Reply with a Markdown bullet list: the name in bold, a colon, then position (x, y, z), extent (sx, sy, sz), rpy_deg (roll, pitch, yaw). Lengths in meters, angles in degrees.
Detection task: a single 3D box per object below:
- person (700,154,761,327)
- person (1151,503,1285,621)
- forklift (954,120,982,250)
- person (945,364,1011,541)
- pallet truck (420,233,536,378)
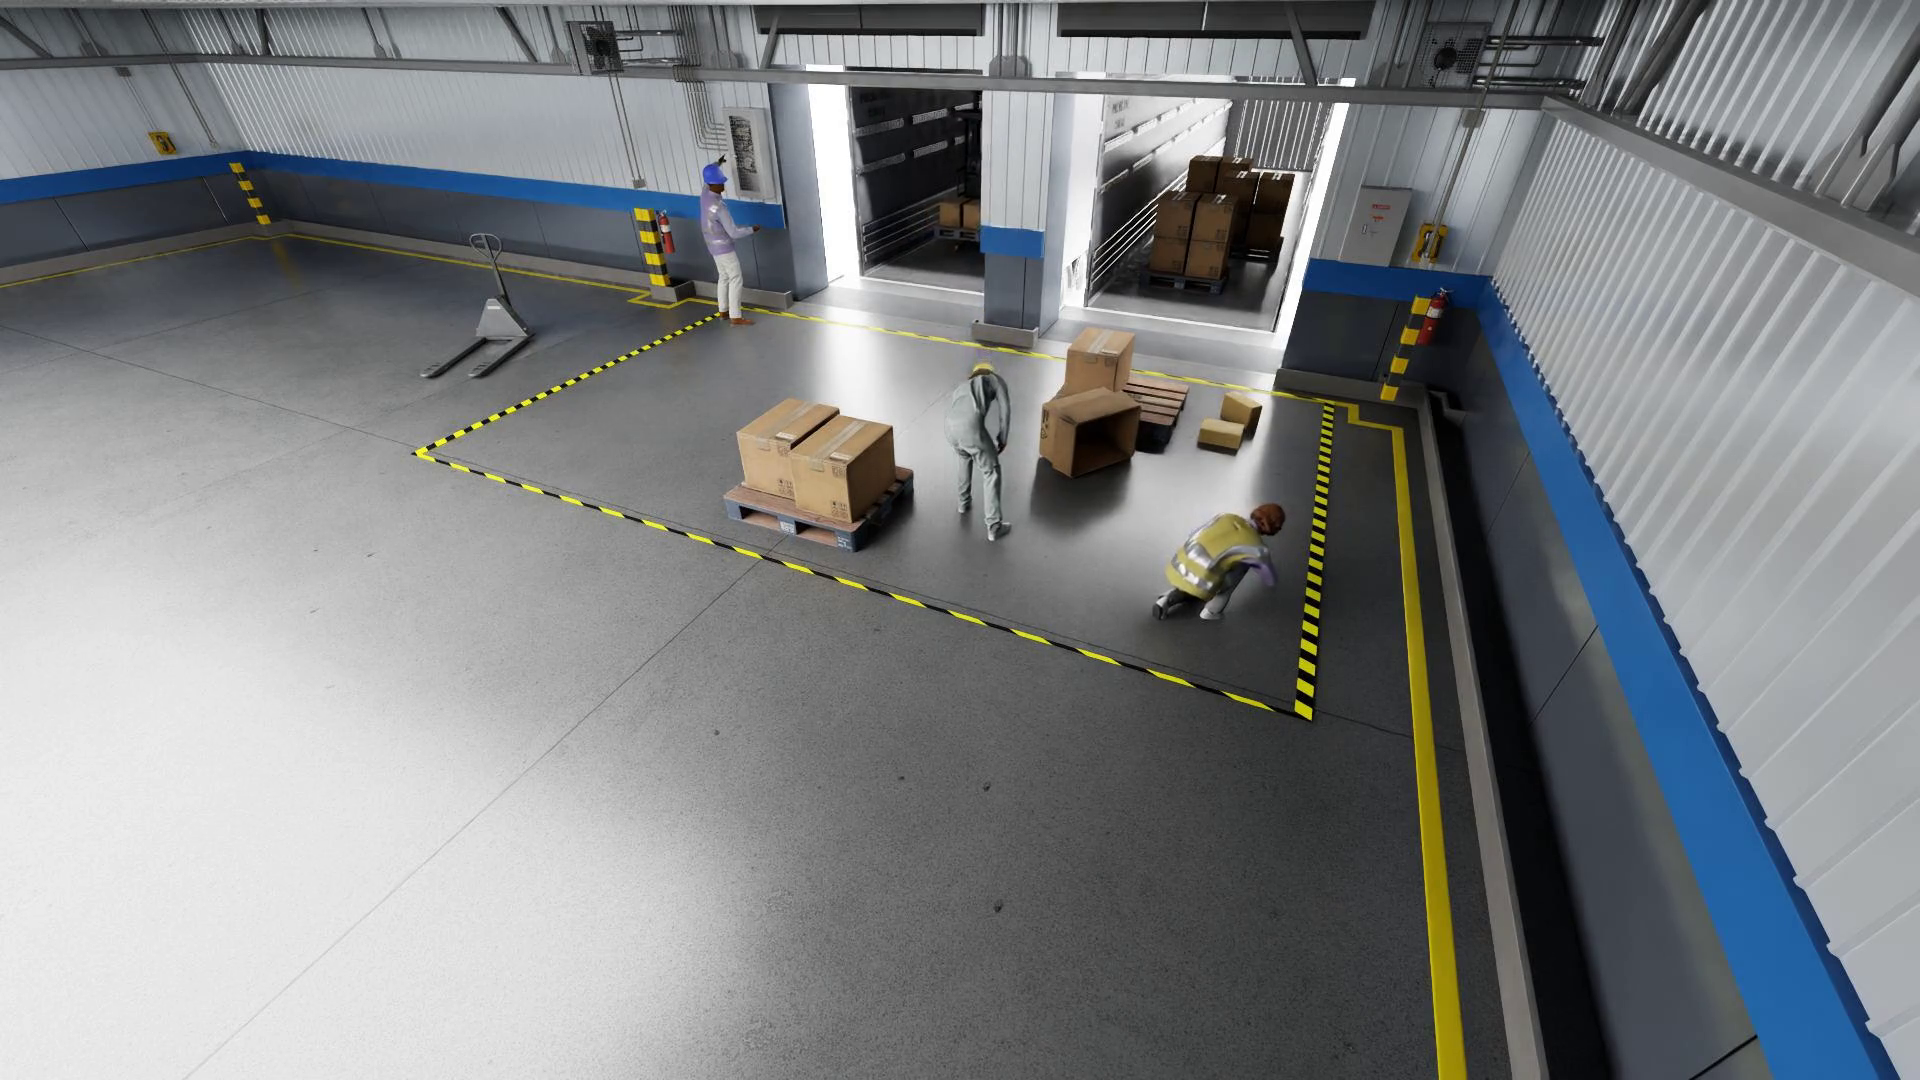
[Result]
- **person**: position (-2.959, -3.797, 9.376), extent (0.685, 1.909, 1.070), rpy_deg (-22, 41, -28)
- **person**: position (1.673, 0.165, 4.812), extent (0.856, 0.823, 0.622), rpy_deg (-18, 39, -23)
- **forklift**: position (0.609, -6.155, 12.570), extent (0.716, 2.013, 0.776), rpy_deg (15, 38, 20)
- **person**: position (0.192, -0.730, 5.745), extent (0.758, 1.138, 0.858), rpy_deg (-28, 44, -33)
- **pallet truck**: position (-5.664, -2.712, 8.427), extent (0.680, 1.201, 1.601), rpy_deg (0, 35, -1)
